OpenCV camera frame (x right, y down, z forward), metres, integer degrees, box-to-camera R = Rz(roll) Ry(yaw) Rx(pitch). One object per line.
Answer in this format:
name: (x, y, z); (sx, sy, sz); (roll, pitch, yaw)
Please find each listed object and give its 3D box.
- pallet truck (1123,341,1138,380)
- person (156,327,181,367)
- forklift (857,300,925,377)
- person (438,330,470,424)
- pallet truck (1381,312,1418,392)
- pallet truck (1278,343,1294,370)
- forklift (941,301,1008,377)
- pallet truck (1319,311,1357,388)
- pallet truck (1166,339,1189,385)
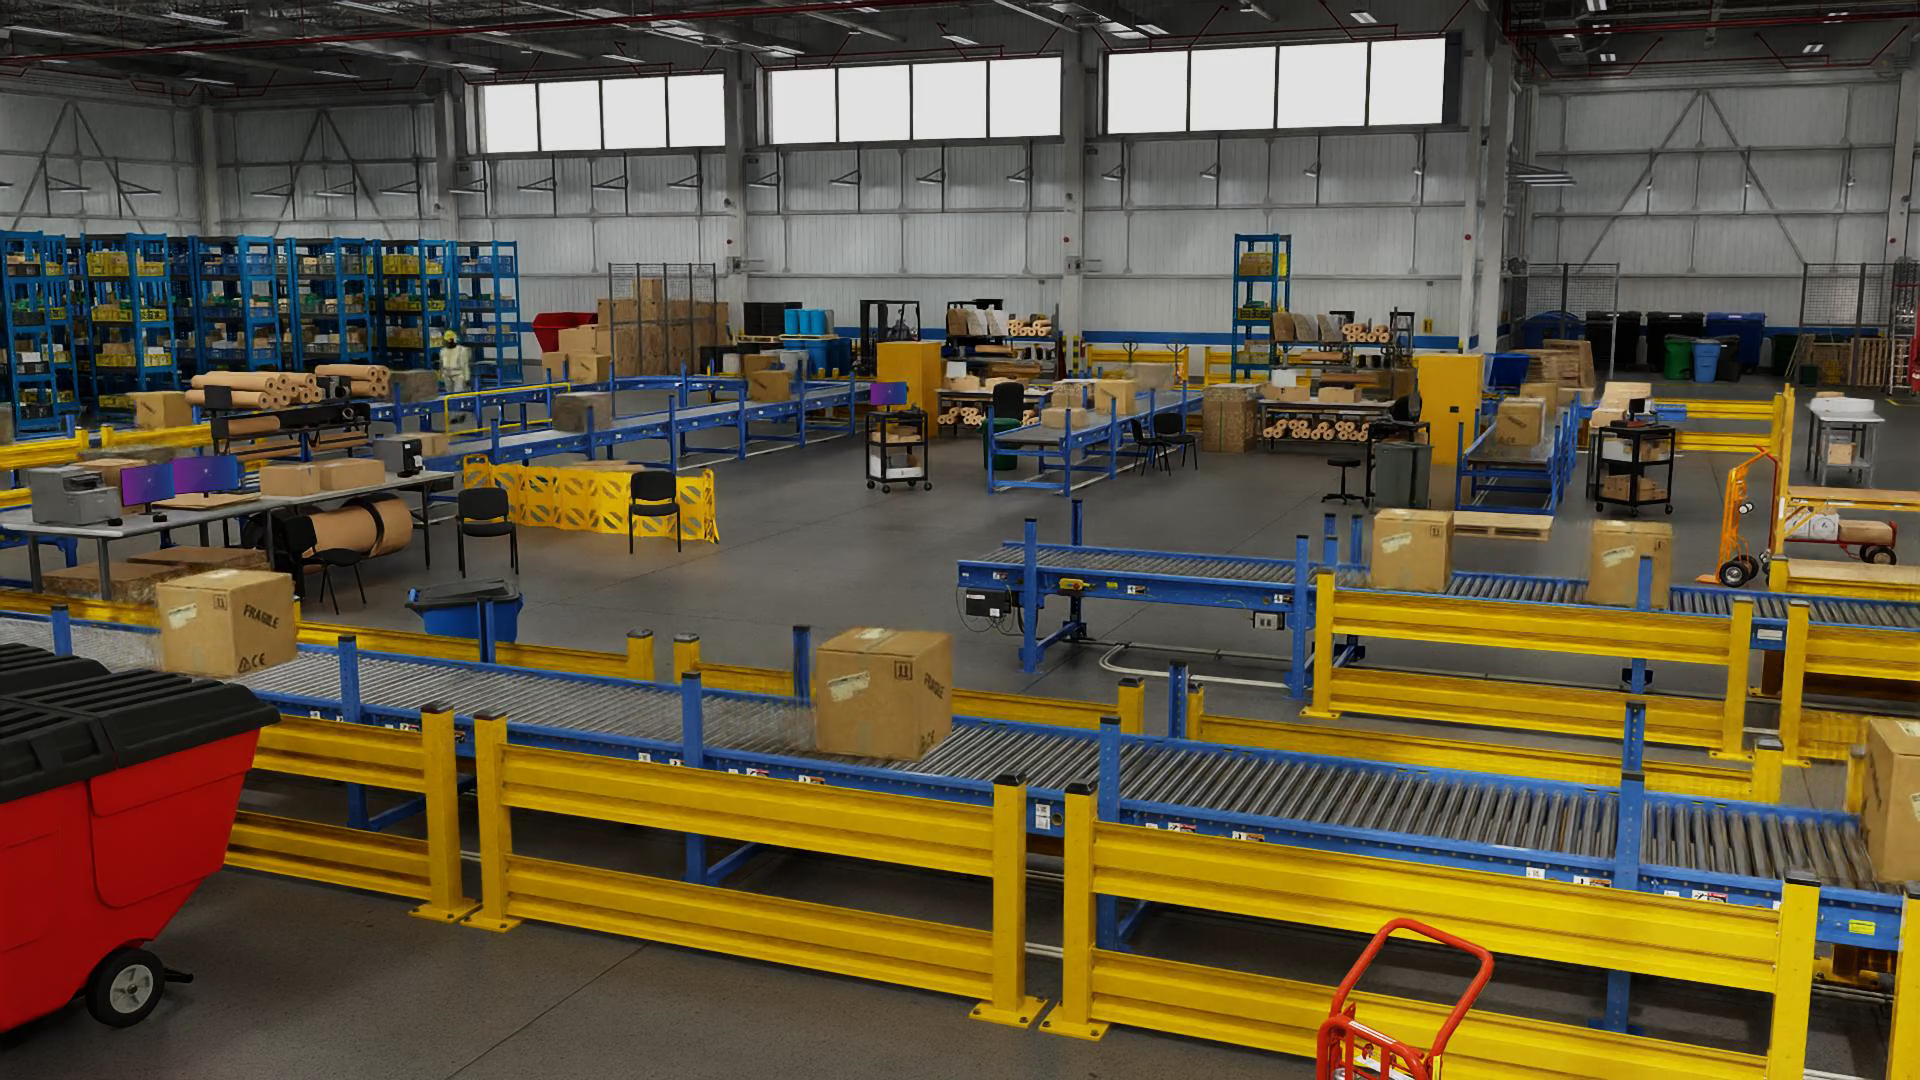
pallet truck: (4.445, -4.380, 41.279); (0.680, 1.201, 1.601); (4, 10, 22)
person: (-17.999, -4.059, 37.512); (0.692, 1.836, 0.429); (-8, 12, -40)
forklift: (-1.732, -5.109, 42.468); (1.157, 1.987, 2.680); (4, 10, 22)
person: (-9.688, -3.105, 31.789); (0.616, 1.809, 0.444); (2, 10, 9)
pallet truck: (10.207, -4.283, 38.369); (0.823, 1.965, 1.885); (3, 10, 20)
pallet truck: (7.886, -4.163, 39.743); (0.653, 1.274, 1.630); (4, 10, 22)
forklift: (0.365, -4.966, 41.571); (1.157, 1.987, 2.680); (3, 10, 20)
pallet truck: (9.071, -4.419, 39.190); (0.823, 1.965, 1.885); (5, 10, 26)
pallet truck: (5.418, -4.269, 40.420); (0.704, 1.261, 1.522); (3, 10, 20)
